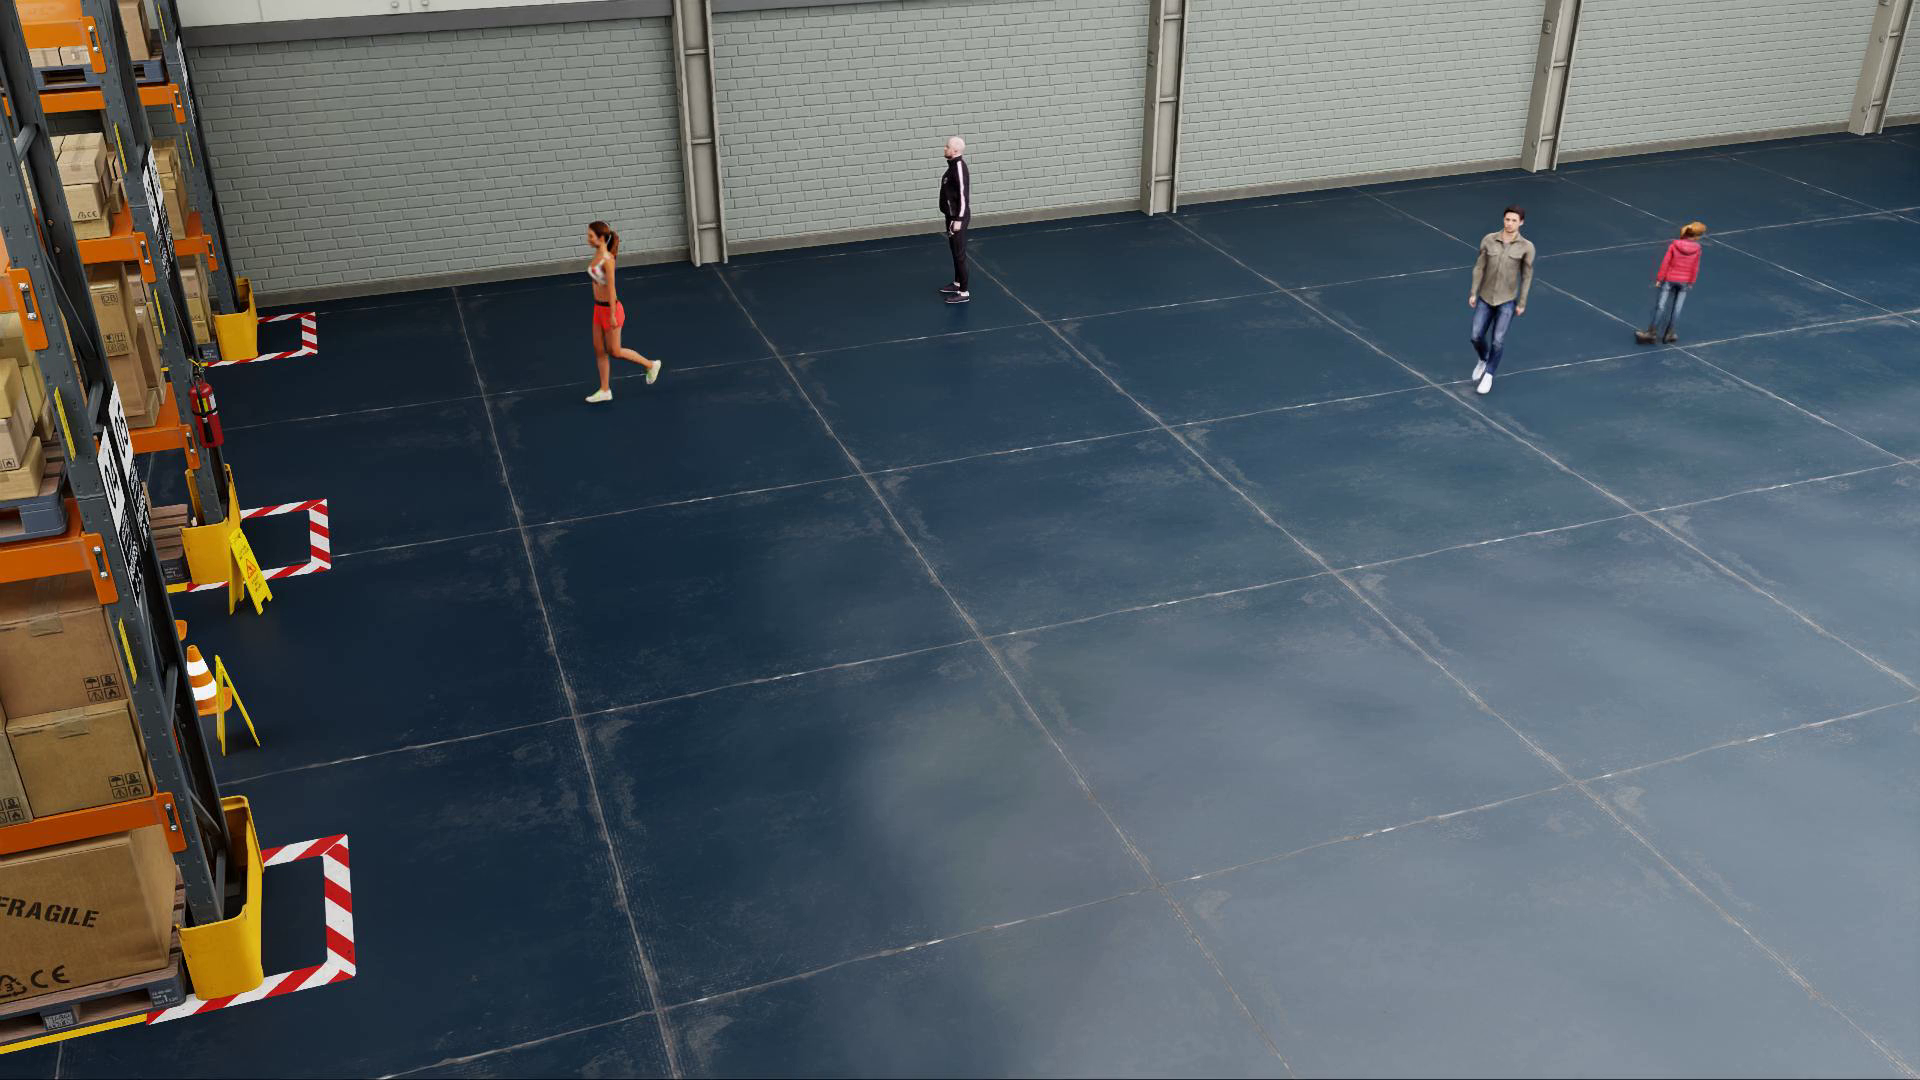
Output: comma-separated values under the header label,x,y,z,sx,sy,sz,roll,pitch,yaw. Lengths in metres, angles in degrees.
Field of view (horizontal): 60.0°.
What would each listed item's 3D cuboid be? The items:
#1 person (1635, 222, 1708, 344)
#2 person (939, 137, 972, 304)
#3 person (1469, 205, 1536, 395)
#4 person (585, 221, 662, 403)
label,x,y,z,sx,sy,sz,roll,pitch,yaw
person,7.477,-2.692,17.433,0.637,1.298,0.777,1,28,1
person,-0.027,-3.577,18.521,0.652,1.837,0.720,-3,28,-6
person,5.279,-2.380,16.250,0.897,1.860,0.952,16,32,27
person,-3.302,-2.190,15.987,1.036,1.771,0.685,-15,31,-25
